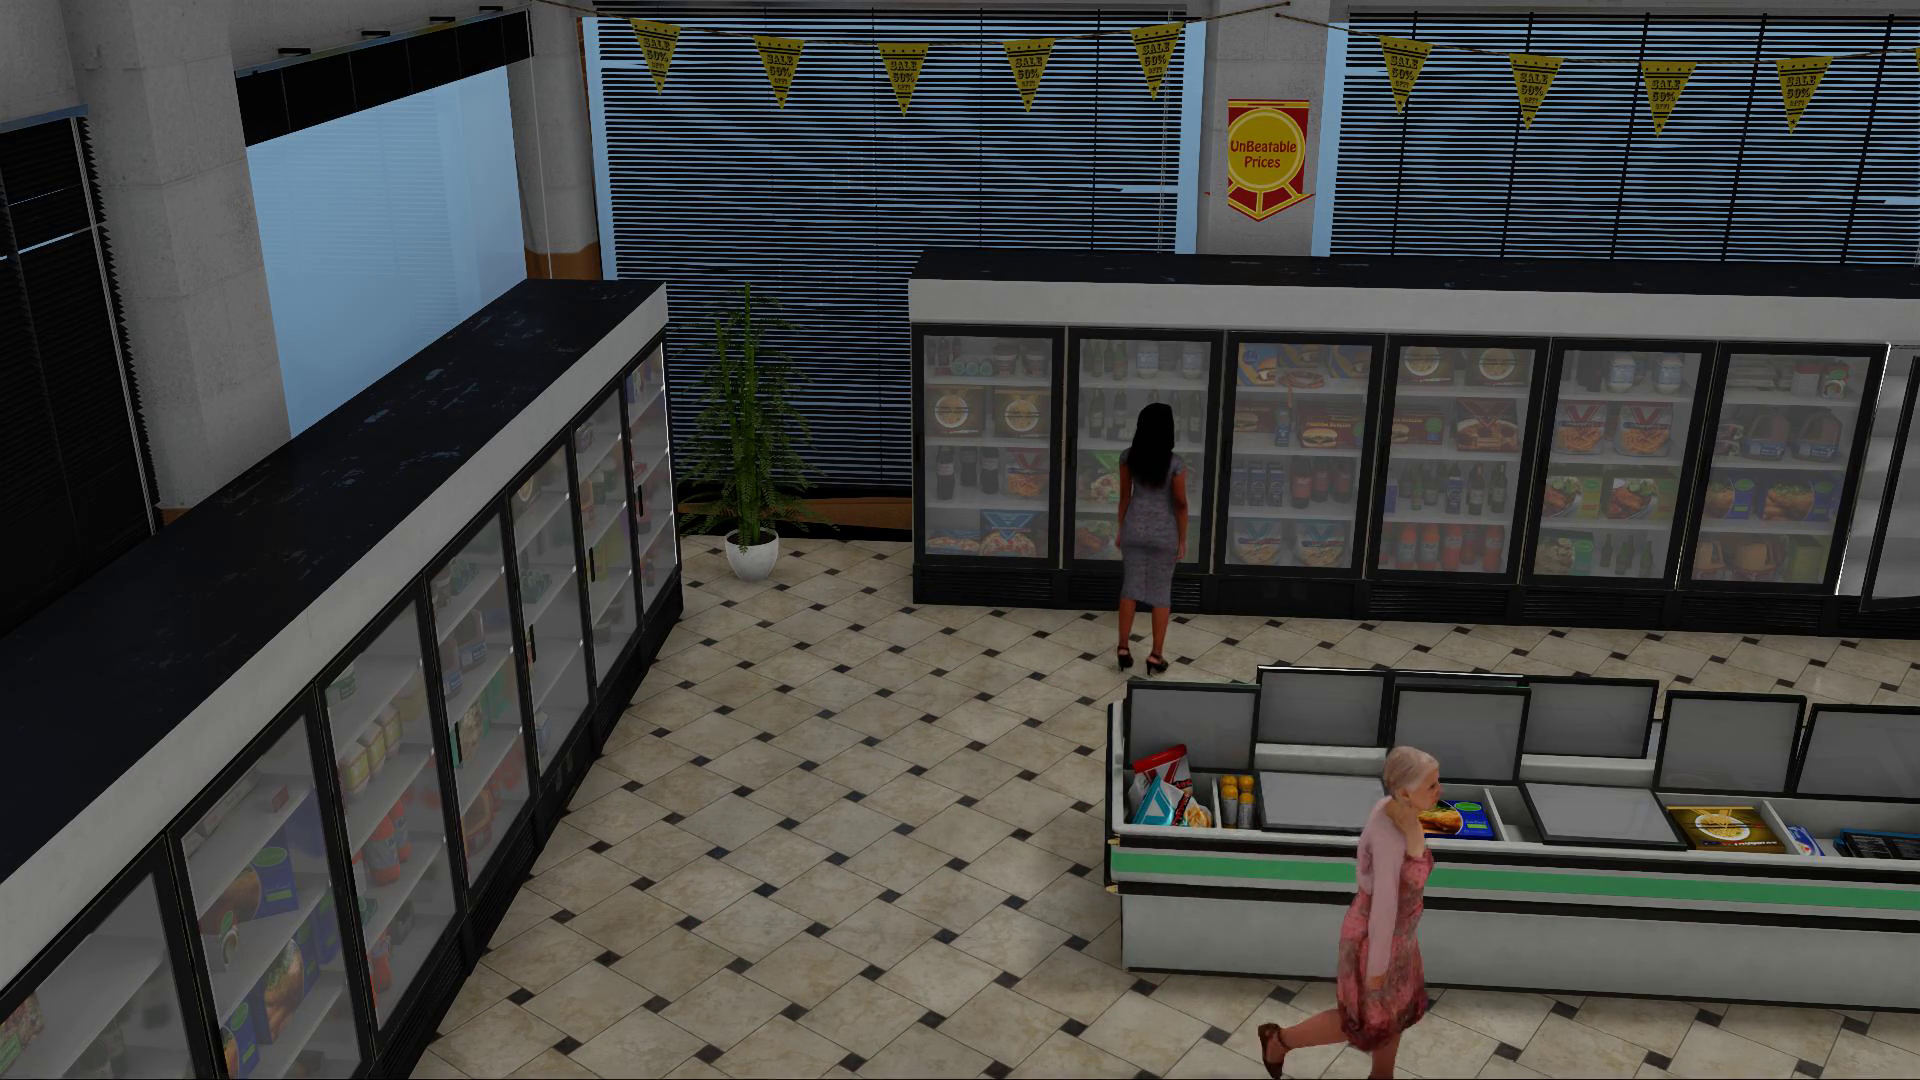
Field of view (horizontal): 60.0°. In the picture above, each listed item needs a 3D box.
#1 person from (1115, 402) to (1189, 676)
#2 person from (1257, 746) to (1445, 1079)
[{"bbox_3d":[1.153,0.007,10.277,0.580,1.781,0.726,9,24,22],"label":"person"},{"bbox_3d":[1.575,1.553,6.574,0.989,1.674,0.743,8,23,18],"label":"person"}]
